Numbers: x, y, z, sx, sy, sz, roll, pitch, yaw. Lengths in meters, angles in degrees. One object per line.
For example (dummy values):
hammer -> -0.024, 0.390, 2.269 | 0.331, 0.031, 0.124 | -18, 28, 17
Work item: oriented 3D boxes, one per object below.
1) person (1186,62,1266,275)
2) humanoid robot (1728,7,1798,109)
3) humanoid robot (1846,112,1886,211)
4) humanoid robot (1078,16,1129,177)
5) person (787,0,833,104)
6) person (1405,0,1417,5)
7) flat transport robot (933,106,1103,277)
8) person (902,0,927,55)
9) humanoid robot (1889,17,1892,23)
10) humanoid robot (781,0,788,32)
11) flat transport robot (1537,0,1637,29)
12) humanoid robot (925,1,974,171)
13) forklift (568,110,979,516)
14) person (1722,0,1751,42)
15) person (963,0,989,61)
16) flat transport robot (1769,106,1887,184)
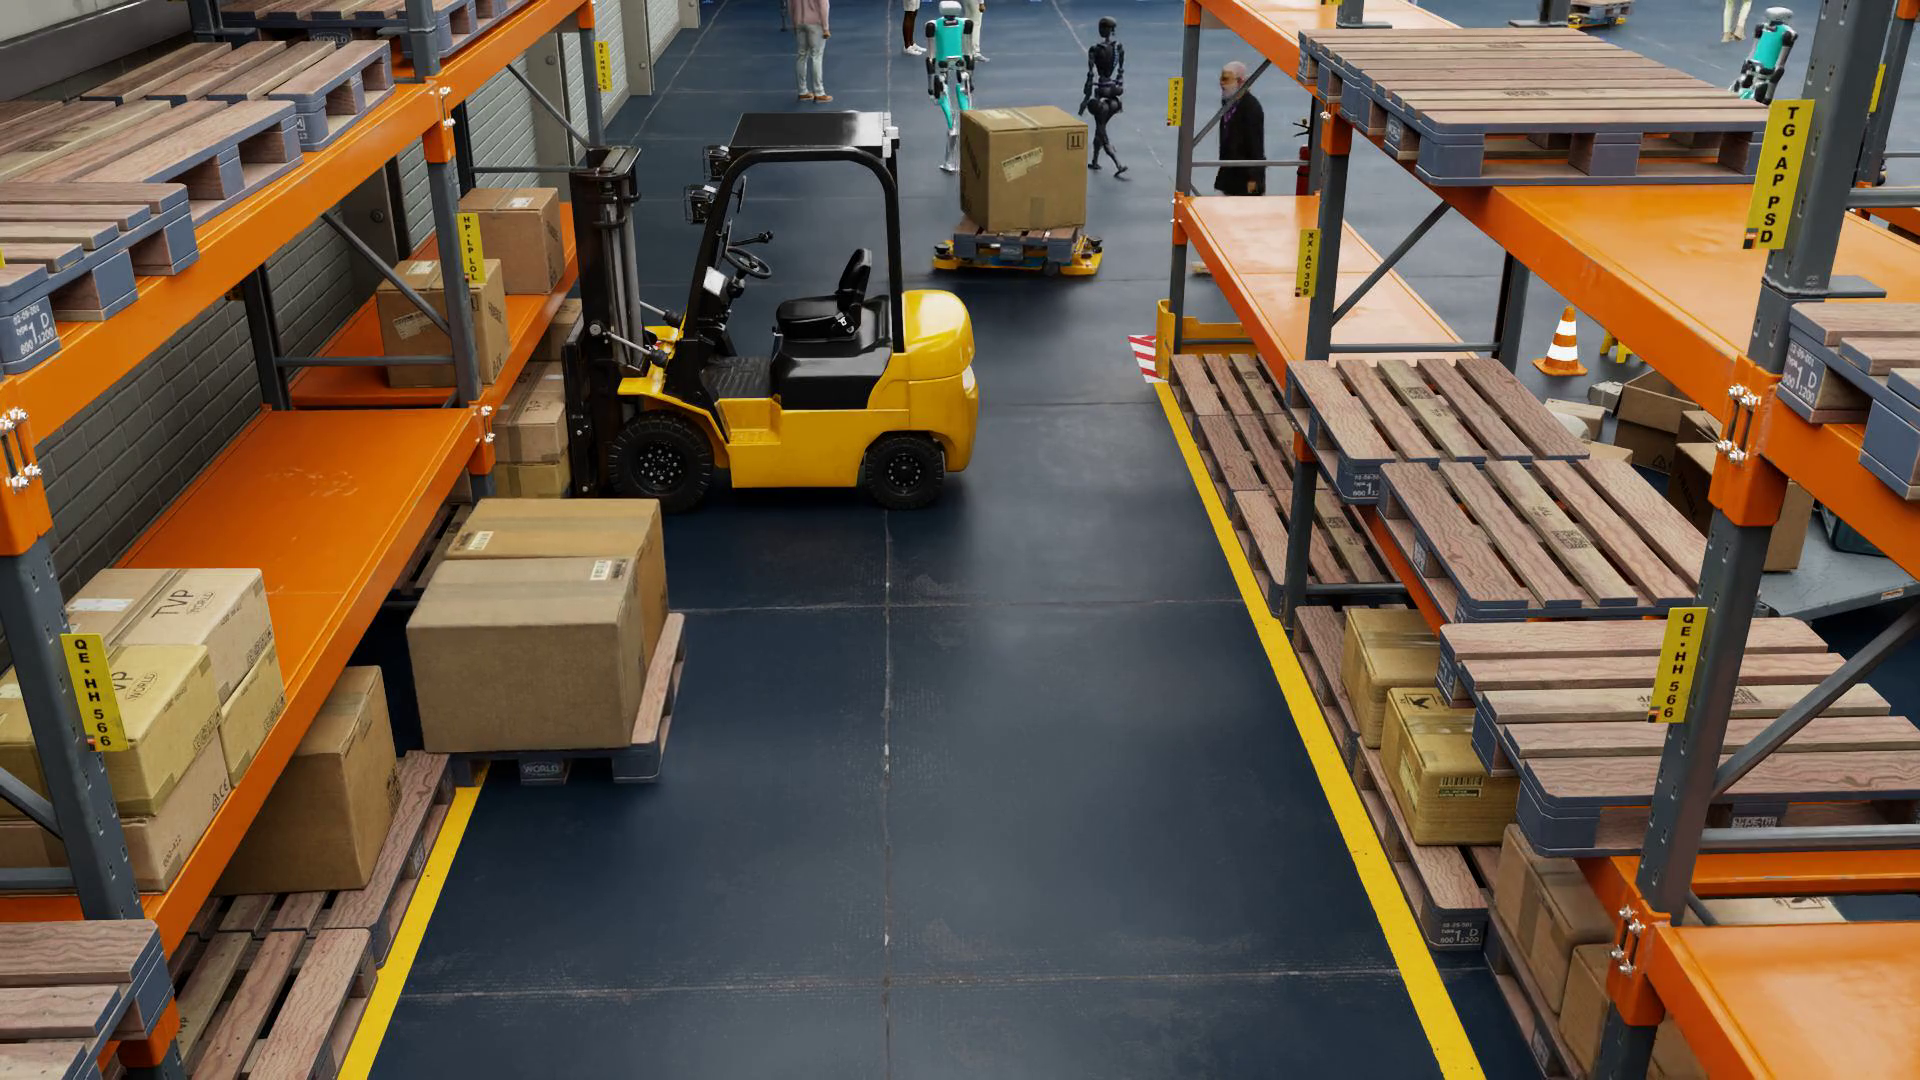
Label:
person -> 2.314, -3.097, 14.049 | 0.650, 1.824, 0.540 | -13, 28, -25
humanoid robot -> 8.179, -4.631, 17.428 | 0.815, 1.801, 0.556 | -8, 26, -17
humanoid robot -> 7.513, -2.963, 13.919 | 0.315, 1.653, 0.599 | -1, 25, -1
humanoid robot -> 1.570, -4.710, 17.702 | 0.612, 1.651, 0.755 | -22, 33, -38
person -> -1.928, -6.602, 21.332 | 0.630, 1.938, 0.363 | 18, 31, 33
person -> 6.876, -8.495, 25.463 | 0.561, 1.837, 0.387 | -21, 32, -37
flat transport robot -> 0.520, -2.536, 14.674 | 1.431, 0.231, 0.659 | 4, 26, 9
person -> -0.713, -8.247, 24.860 | 0.376, 1.901, 0.541 | 6, 26, 12
humanoid robot -> 14.752, -8.762, 26.222 | 0.579, 1.631, 0.608 | 13, 28, 25
humanoid robot -> -2.786, -9.120, 26.951 | 0.599, 1.657, 0.315 | -1, 25, -2
flat transport robot -> 10.375, -8.682, 27.689 | 1.431, 0.231, 0.659 | -16, 30, -30
humanoid robot -> -0.038, -4.733, 17.627 | 0.537, 1.823, 0.679 | -8, 27, -17
forklift -> -1.043, -1.379, 9.976 | 2.313, 2.155, 1.214 | -1, 25, -2
person -> 12.195, -8.737, 25.930 | 0.515, 1.872, 0.532 | 20, 32, 36
person -> 0.217, -7.912, 24.317 | 0.331, 1.749, 0.571 | -12, 28, -24
flat transport robot -> 9.137, -4.040, 17.858 | 1.431, 0.231, 0.659 | 11, 27, 22
